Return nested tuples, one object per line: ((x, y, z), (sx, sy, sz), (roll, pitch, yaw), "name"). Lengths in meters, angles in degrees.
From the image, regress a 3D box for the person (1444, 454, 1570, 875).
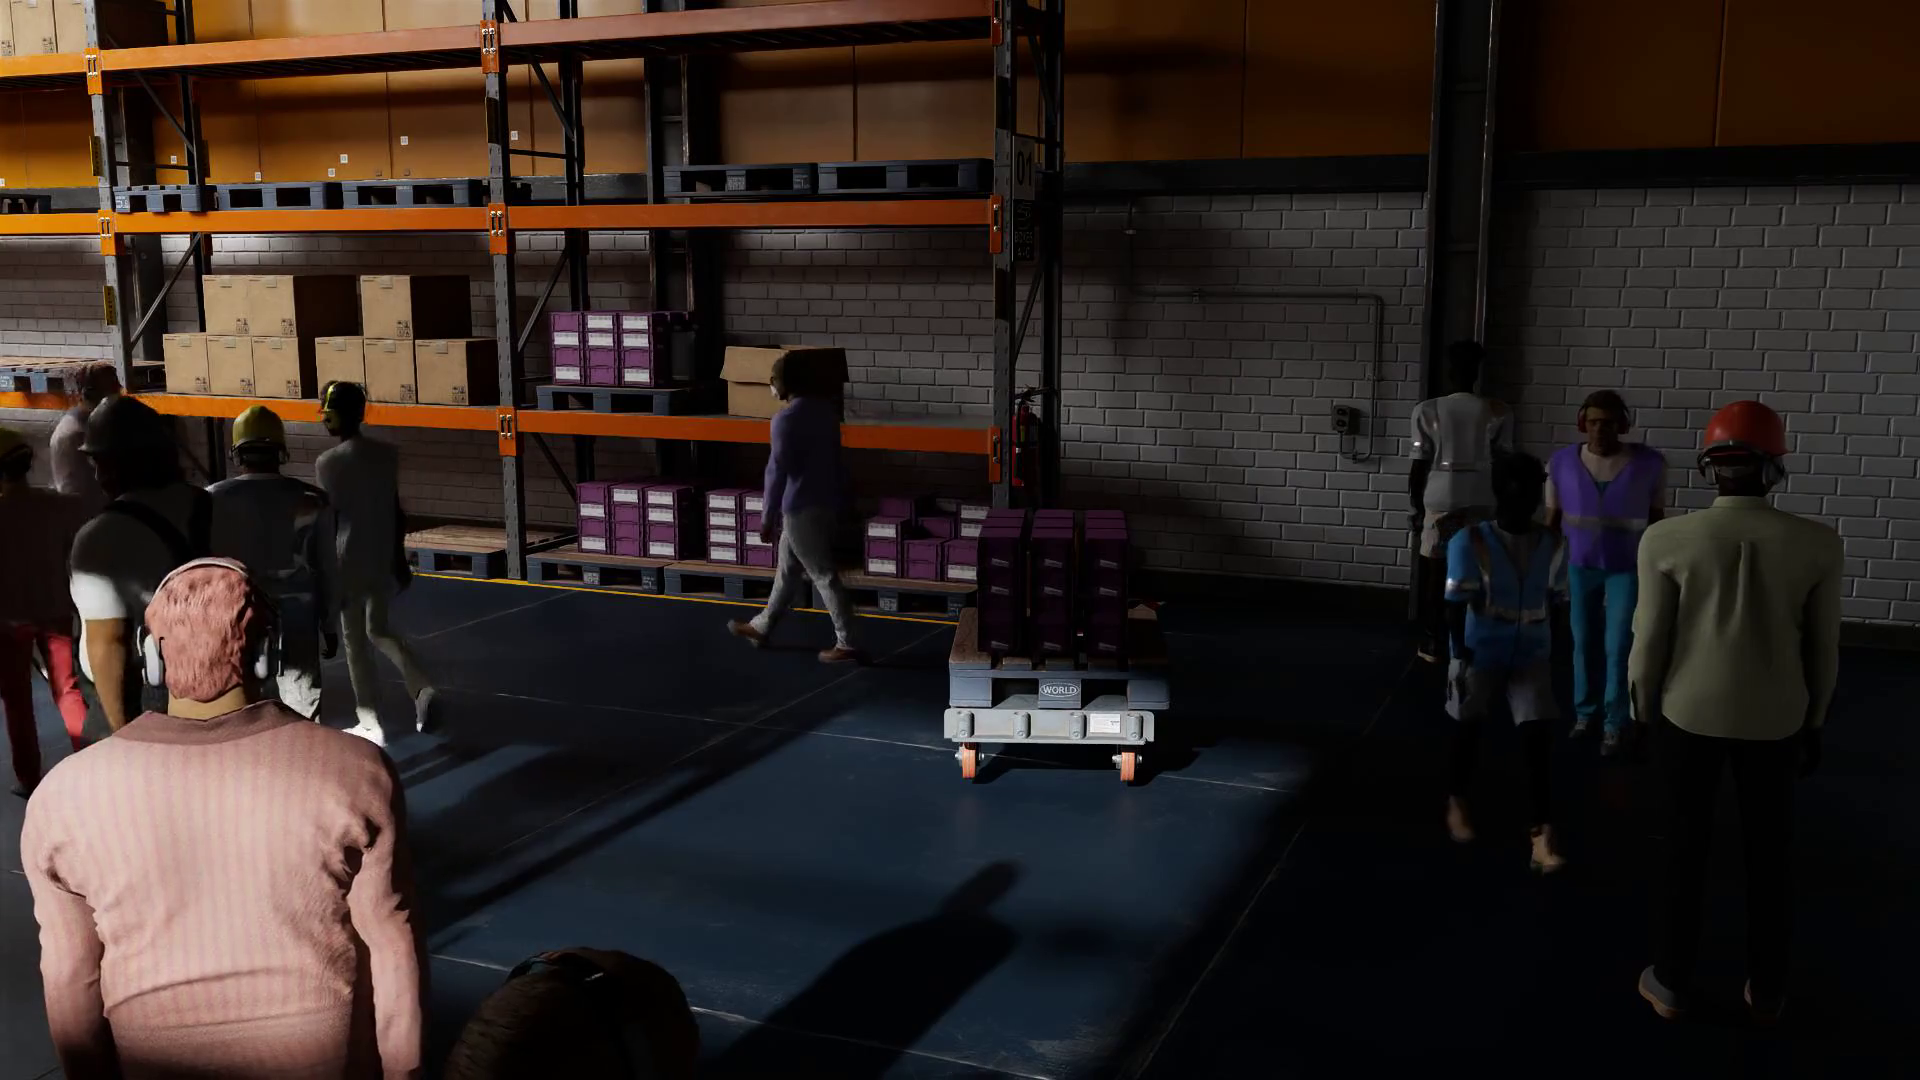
((2.200, 0.492, 6.657), (0.551, 1.661, 0.842), (0, 9, -3), "person")

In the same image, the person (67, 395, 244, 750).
((-2.753, 0.460, 5.717), (1.043, 2.000, 0.684), (5, 10, 25), "person")

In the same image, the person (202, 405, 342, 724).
((-2.947, 0.340, 7.107), (0.586, 1.824, 0.405), (-4, 10, -21), "person")

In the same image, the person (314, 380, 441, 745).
((-2.911, 0.136, 8.232), (0.524, 1.850, 0.545), (5, 11, 30), "person")

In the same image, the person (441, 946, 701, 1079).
((-0.326, 1.253, 1.556), (0.513, 1.843, 0.334), (4, 10, 22), "person")

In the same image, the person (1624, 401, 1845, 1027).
((2.440, 0.556, 5.294), (0.613, 1.991, 0.392), (3, 10, 16), "person")

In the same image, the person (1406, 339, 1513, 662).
((3.013, -0.227, 10.055), (0.608, 1.966, 0.374), (2, 10, 12), "person")

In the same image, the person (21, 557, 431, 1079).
((-1.296, 0.973, 3.049), (0.643, 1.908, 0.411), (-2, 10, -14), "person")

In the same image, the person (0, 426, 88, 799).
((-4.050, 0.356, 7.297), (0.779, 1.726, 0.521), (9, 13, 44), "person")

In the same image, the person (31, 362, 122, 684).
((-4.885, -0.063, 9.337), (0.853, 1.880, 0.640), (-1, 10, -8), "person")

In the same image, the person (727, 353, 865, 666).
((-1.004, -0.187, 10.092), (1.030, 1.874, 0.643), (4, 10, 22), "person")

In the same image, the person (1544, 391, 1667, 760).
((3.164, 0.163, 8.217), (0.583, 1.803, 0.699), (5, 11, 29), "person")
